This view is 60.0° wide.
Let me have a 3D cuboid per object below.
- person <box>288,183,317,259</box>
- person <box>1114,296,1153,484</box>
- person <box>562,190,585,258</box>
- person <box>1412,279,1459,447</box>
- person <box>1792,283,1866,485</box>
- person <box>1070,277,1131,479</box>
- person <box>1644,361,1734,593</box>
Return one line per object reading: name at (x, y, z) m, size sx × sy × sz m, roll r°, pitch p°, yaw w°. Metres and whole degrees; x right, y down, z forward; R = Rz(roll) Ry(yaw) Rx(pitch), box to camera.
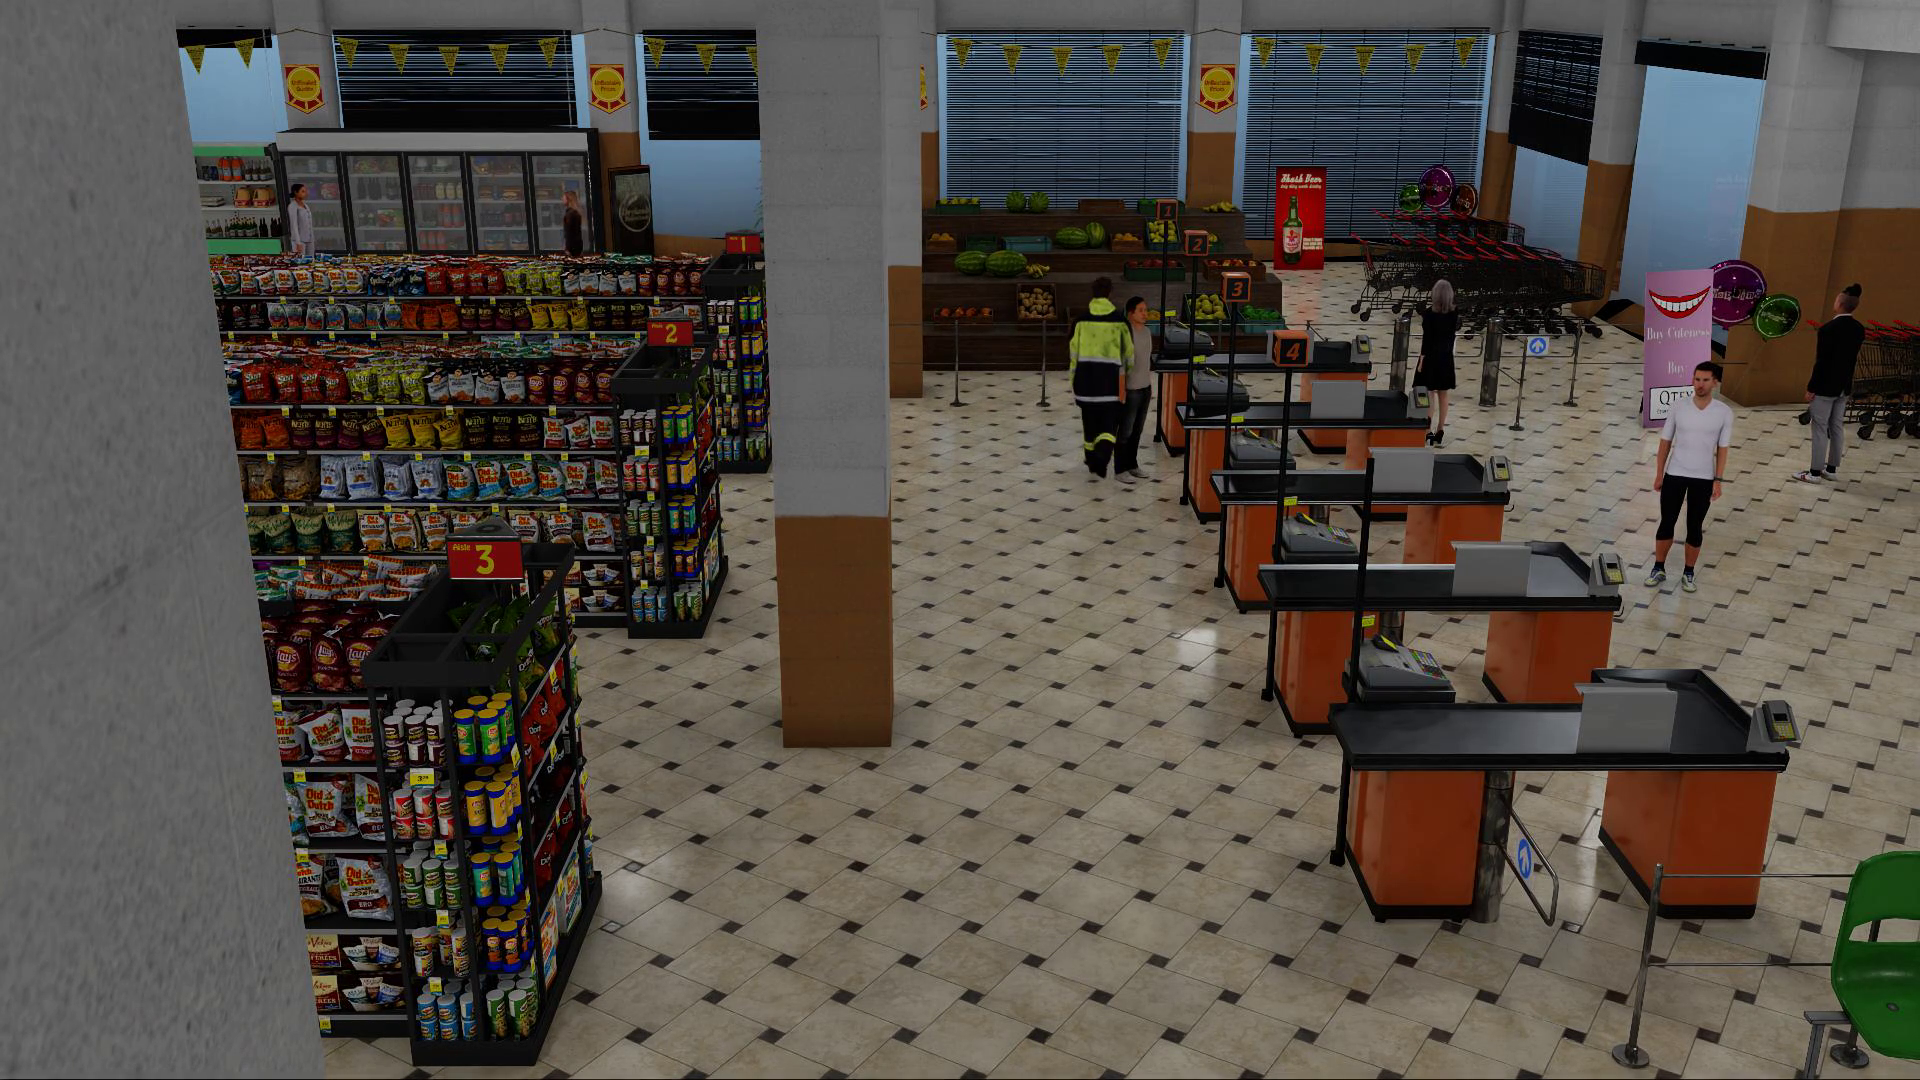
person at (-10.143, -4.618, 25.625) m, size 0.616 × 1.735 × 0.665 m, roll 4°, pitch 19°, yaw 10°
person at (1.683, -1.477, 16.195) m, size 0.767 × 1.809 × 0.734 m, roll 15°, pitch 24°, yaw 37°
person at (-5.722, -4.387, 25.030) m, size 0.962 × 1.678 × 0.599 m, roll 0°, pitch 19°, yaw 1°
person at (4.995, -1.867, 17.449) m, size 0.621 × 1.747 × 0.738 m, roll -7°, pitch 20°, yaw -20°
person at (8.450, -1.519, 16.098) m, size 0.687 × 1.950 × 0.851 m, roll -8°, pitch 20°, yaw -23°
person at (1.355, -1.549, 16.174) m, size 1.057 × 1.959 × 0.937 m, roll 3°, pitch 19°, yaw 9°
person at (5.835, -0.523, 13.297) m, size 0.677 × 1.852 × 0.809 m, roll 9°, pitch 21°, yaw 26°
